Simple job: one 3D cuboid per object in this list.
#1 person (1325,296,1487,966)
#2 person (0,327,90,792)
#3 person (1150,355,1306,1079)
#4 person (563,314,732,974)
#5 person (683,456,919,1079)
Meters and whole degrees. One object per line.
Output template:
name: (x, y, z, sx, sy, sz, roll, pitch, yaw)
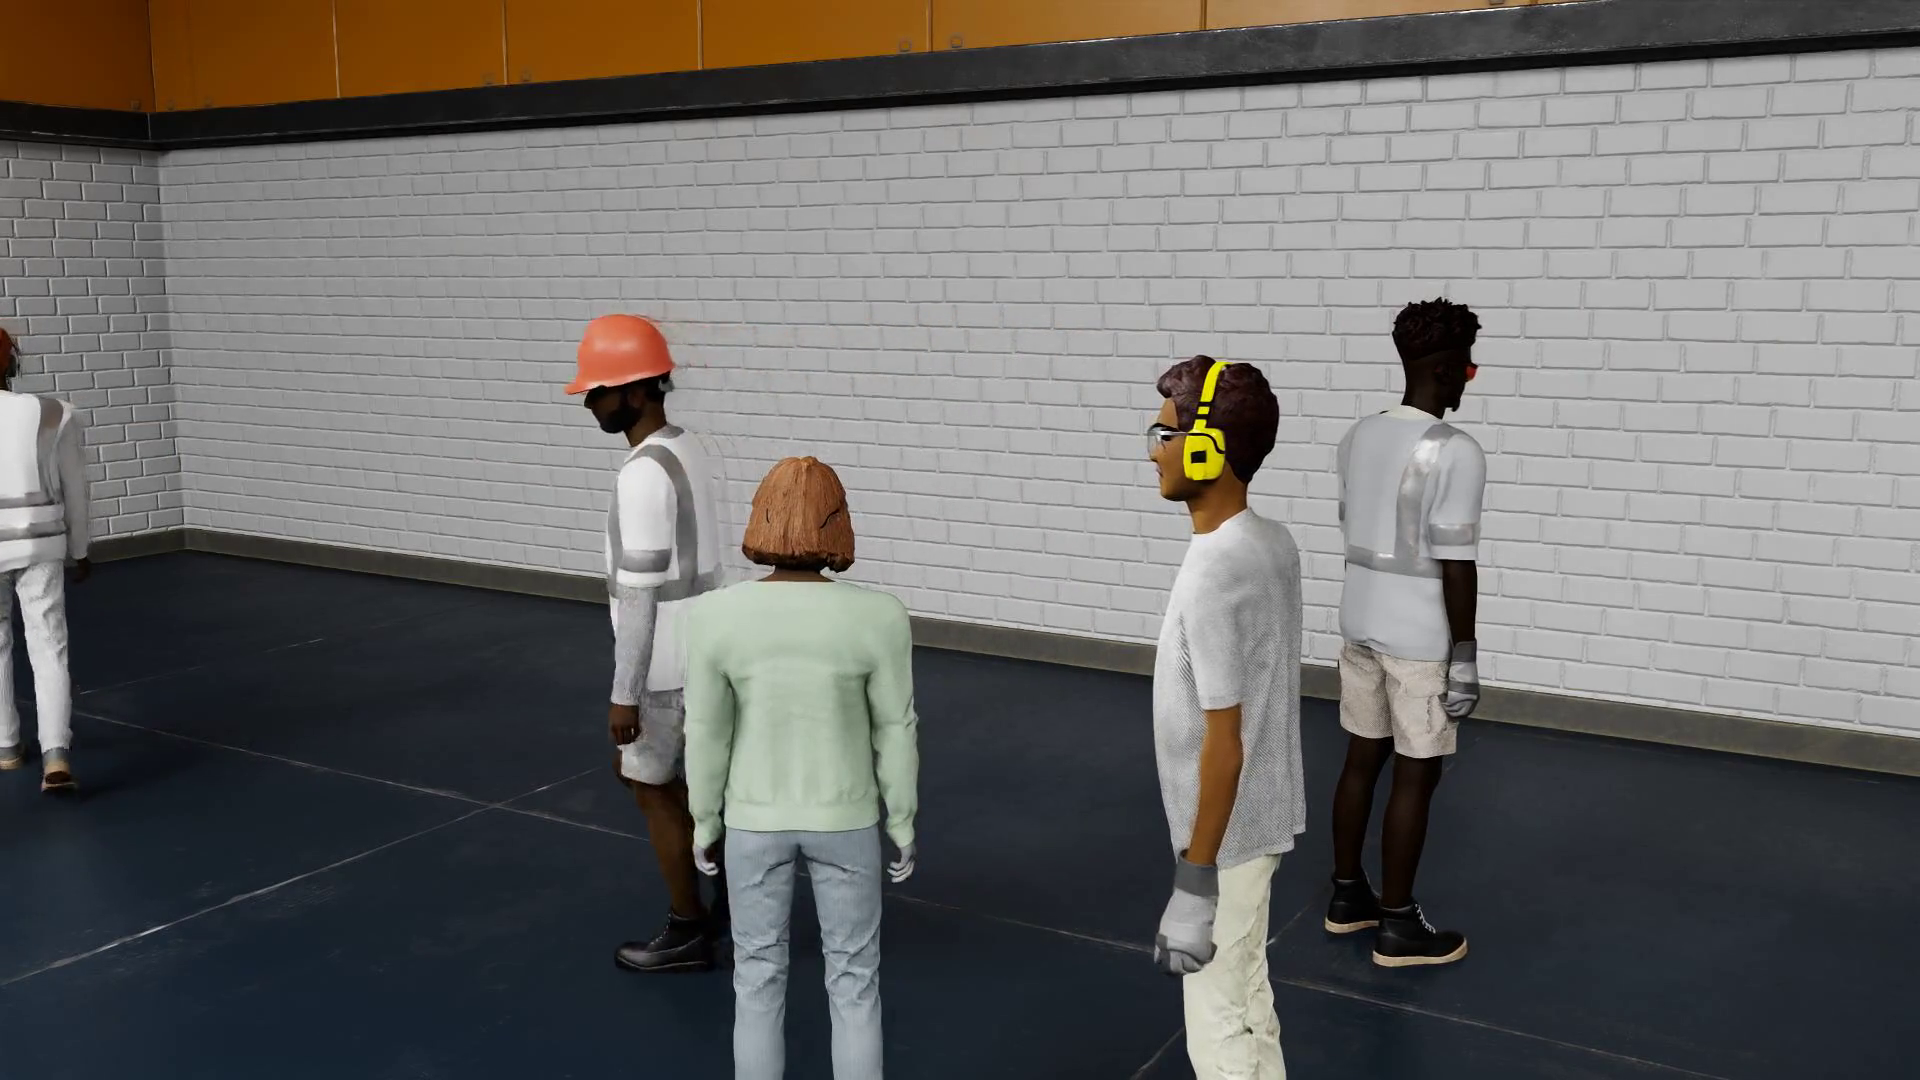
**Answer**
person: (1.326, 0.270, 4.908, 0.378, 1.958, 0.607, -3, 10, -21)
person: (-3.732, 0.065, 6.549, 0.573, 1.848, 0.940, -6, 11, -31)
person: (0.482, 0.587, 3.188, 0.335, 1.873, 0.521, 4, 10, 23)
person: (-0.851, 0.327, 4.670, 0.451, 1.911, 0.574, 0, 9, 2)
person: (-0.343, 0.632, 3.642, 0.507, 1.632, 0.268, 0, 9, 2)
